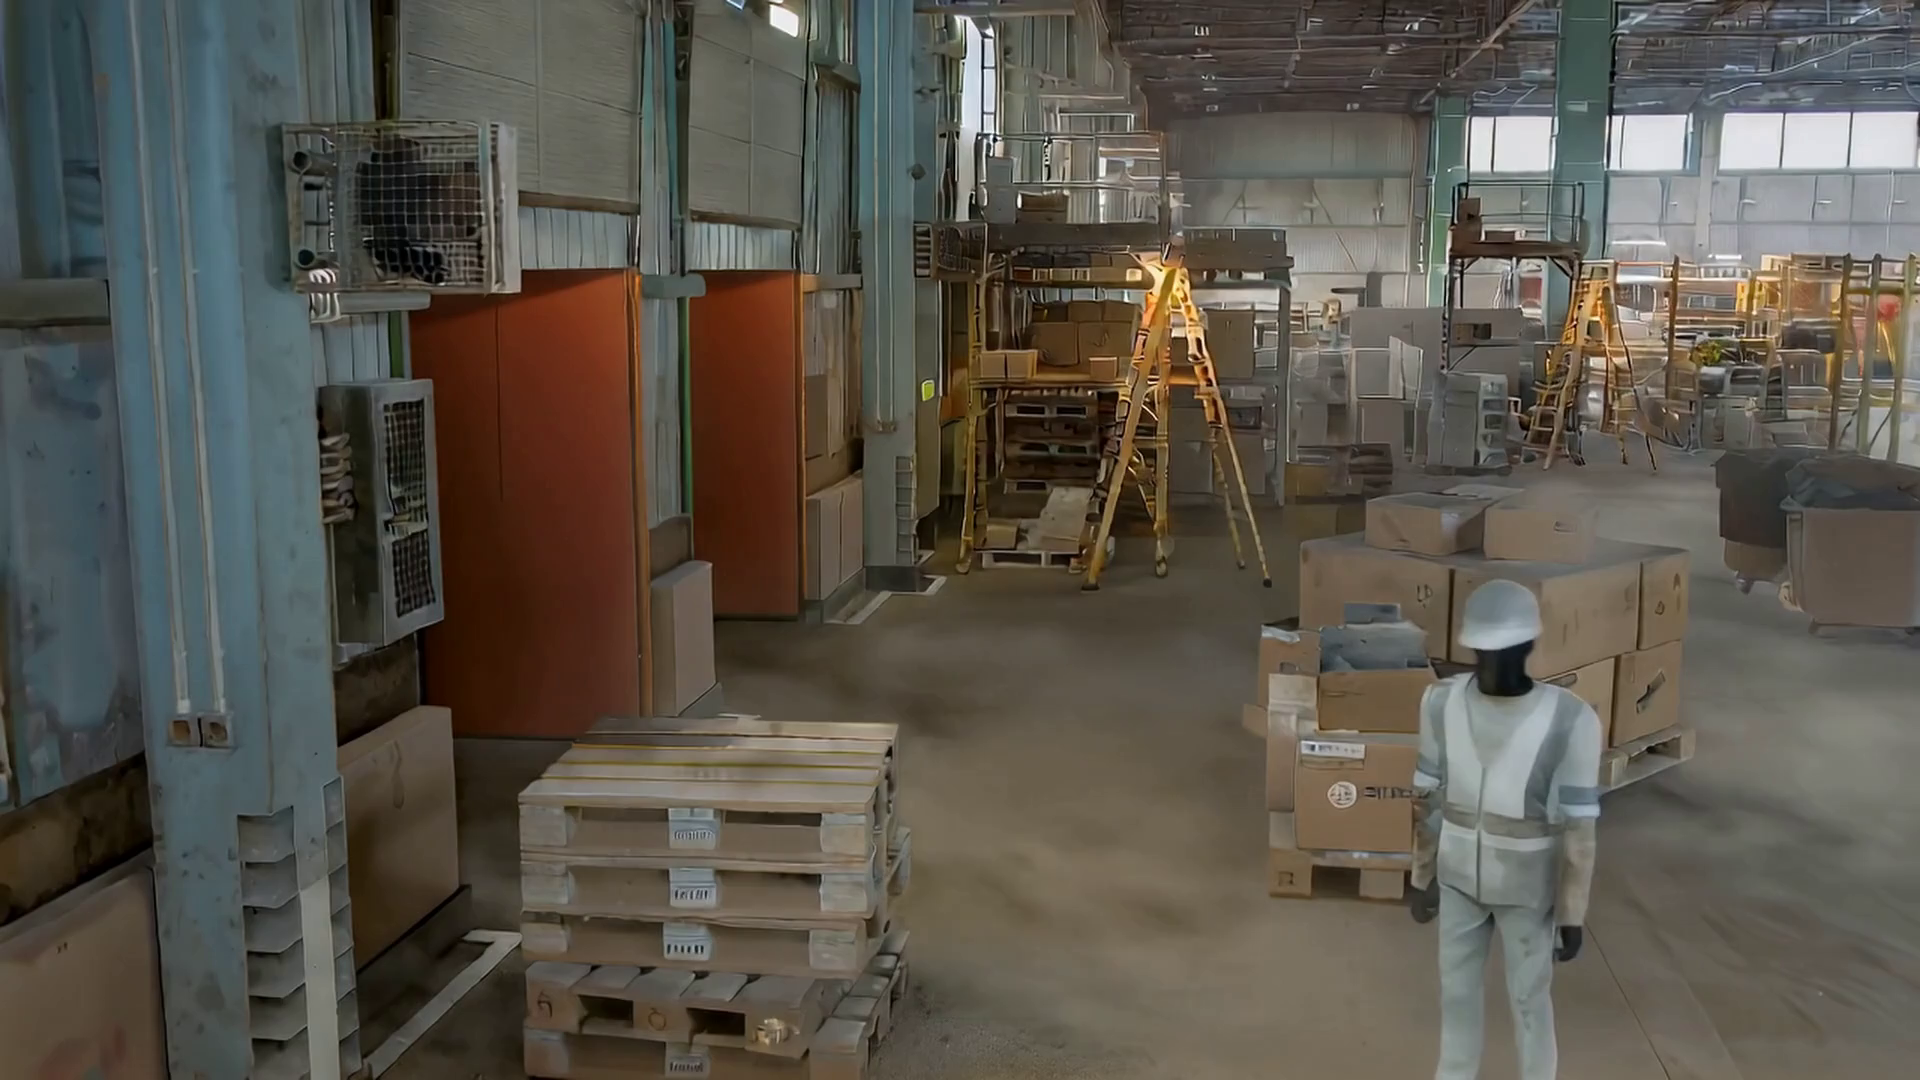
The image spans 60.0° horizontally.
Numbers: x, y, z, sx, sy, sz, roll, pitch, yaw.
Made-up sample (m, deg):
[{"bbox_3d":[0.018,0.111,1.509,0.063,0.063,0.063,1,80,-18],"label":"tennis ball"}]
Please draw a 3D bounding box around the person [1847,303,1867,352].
[{"bbox_3d":[25.420,-5.744,47.151,0.569,1.914,0.567,-1,9,-9],"label":"person"}]

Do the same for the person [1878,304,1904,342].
[{"bbox_3d":[26.941,-5.859,47.999,1.044,1.881,0.646,-5,10,-27],"label":"person"}]

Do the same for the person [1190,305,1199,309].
[{"bbox_3d":[6.257,-5.347,44.679,0.544,1.930,0.389,-5,10,-28],"label":"person"}]

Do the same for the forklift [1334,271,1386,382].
[{"bbox_3d":[10.454,-5.399,42.066,1.873,2.768,1.129,1,9,9],"label":"forklift"}]

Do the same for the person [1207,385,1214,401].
[{"bbox_3d":[5.269,-3.643,35.080,0.313,1.634,0.515,-5,10,-26],"label":"person"}]

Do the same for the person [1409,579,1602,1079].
[{"bbox_3d":[1.664,1.061,5.188,0.589,1.918,0.399,8,12,42],"label":"person"}]

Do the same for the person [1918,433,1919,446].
[{"bbox_3d":[15.778,-2.370,26.902,0.320,1.739,0.485,8,12,42],"label":"person"}]

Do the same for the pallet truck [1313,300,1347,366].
[{"bbox_3d":[11.159,-6.200,49.718,0.823,1.965,1.885,4,10,26],"label":"pallet truck"}]

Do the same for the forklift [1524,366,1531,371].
[{"bbox_3d":[16.859,-6.050,46.080,1.873,2.768,1.129,-3,10,-17],"label":"forklift"}]
